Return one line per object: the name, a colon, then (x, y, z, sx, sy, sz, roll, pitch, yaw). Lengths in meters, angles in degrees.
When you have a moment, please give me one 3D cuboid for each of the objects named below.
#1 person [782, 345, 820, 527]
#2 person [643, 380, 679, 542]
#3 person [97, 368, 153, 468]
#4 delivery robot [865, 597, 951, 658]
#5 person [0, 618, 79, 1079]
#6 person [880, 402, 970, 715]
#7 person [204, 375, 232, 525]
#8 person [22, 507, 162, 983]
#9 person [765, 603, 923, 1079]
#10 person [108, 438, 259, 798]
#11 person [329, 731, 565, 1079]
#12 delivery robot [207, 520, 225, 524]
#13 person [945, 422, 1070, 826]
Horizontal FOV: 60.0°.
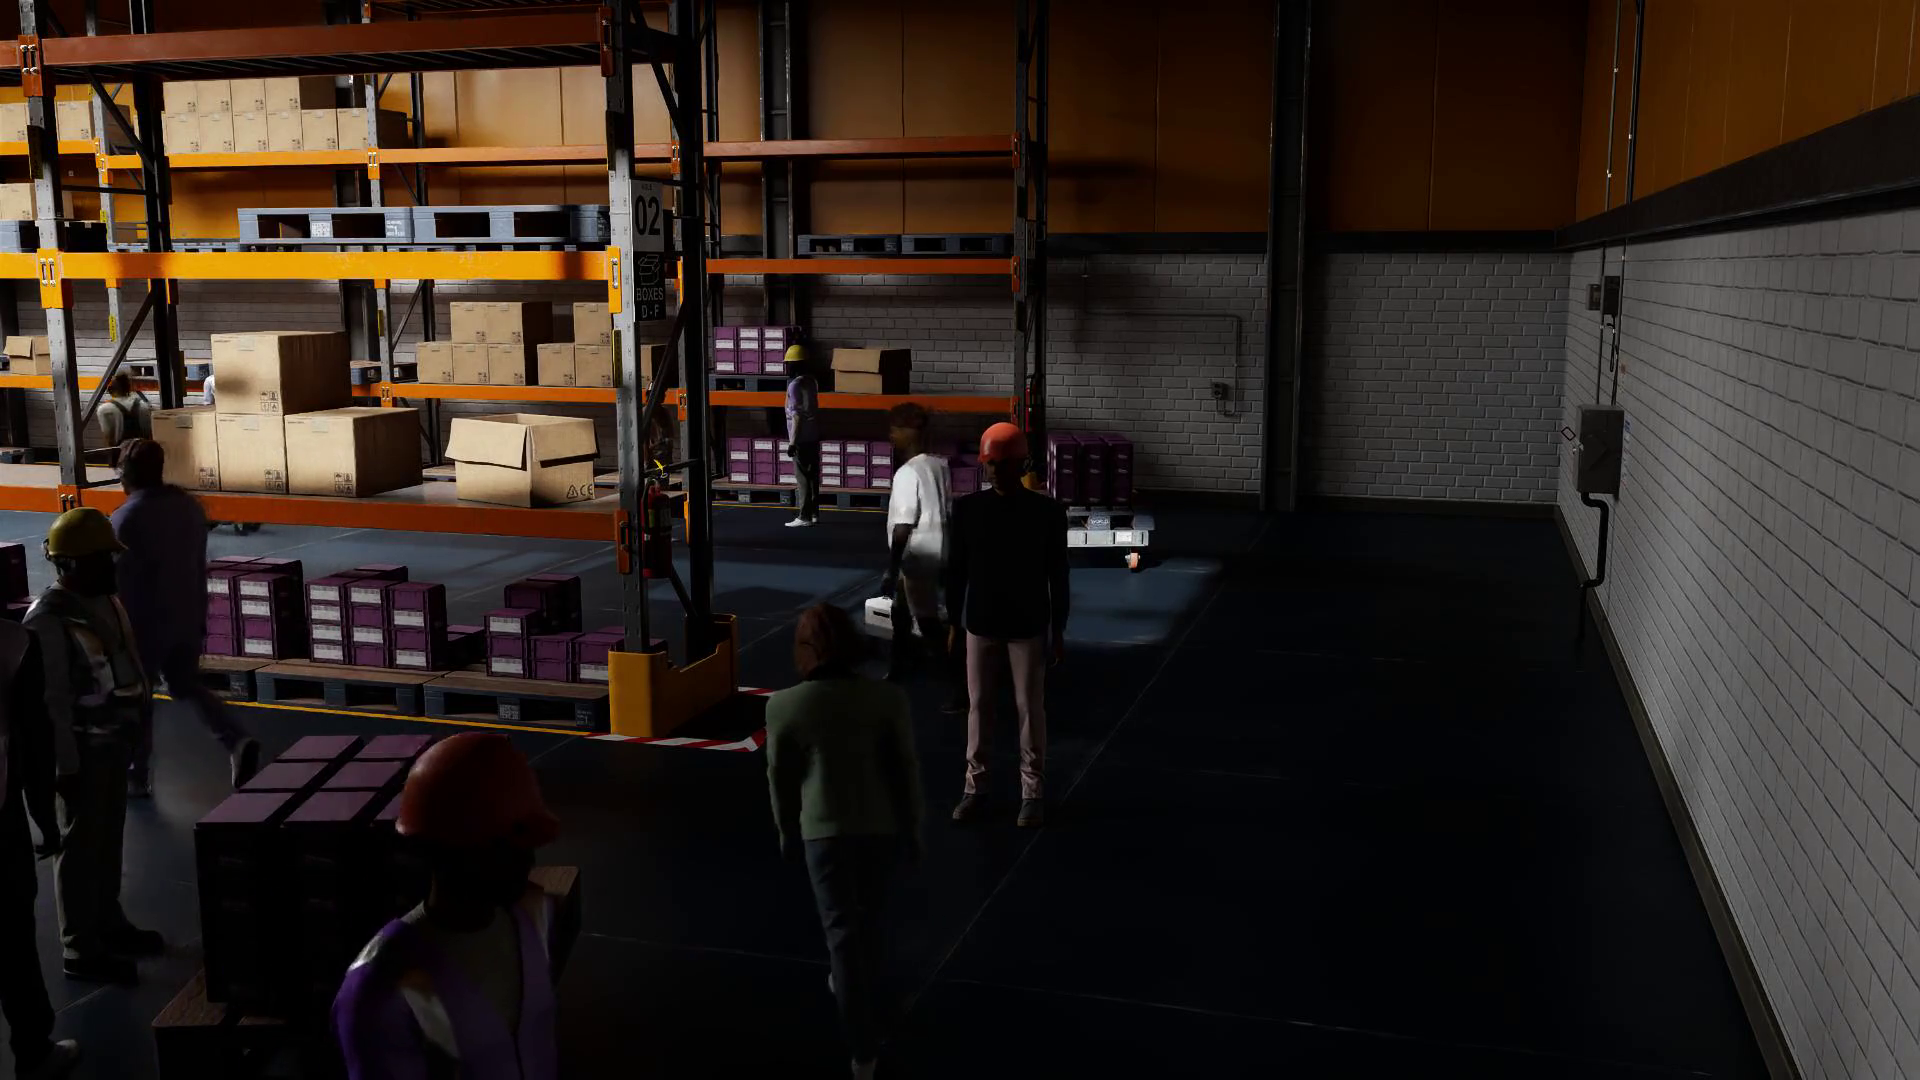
person: (-1.693, -1.093, 17.572, 0.384, 1.925, 0.593, 3, 10, 15)
person: (-2.993, -0.761, 16.423, 0.307, 1.641, 0.513, 3, 10, 19)
person: (-7.749, -0.707, 15.606, 0.912, 1.811, 0.521, 7, 11, 35)
delivery robot: (-0.338, 0.541, 11.501, 0.477, 0.478, 0.707, -8, 12, -41)
person: (-3.288, 0.900, 5.476, 0.590, 1.912, 0.398, -2, 9, -11)
person: (-0.216, 0.118, 10.209, 0.891, 1.935, 0.620, 2, 10, 14)
person: (-7.732, -1.137, 17.775, 0.616, 1.946, 0.392, -5, 11, -29)
person: (-3.356, 0.778, 6.458, 0.403, 1.830, 0.600, -1, 9, -7)
person: (-0.401, 1.006, 5.773, 0.520, 1.585, 0.796, -2, 10, -14)
person: (-4.087, 0.413, 8.526, 0.796, 1.885, 0.665, 2, 10, 14)
person: (-0.838, 1.292, 3.126, 0.978, 1.891, 0.571, 4, 10, 25)
delivery robot: (-7.617, -0.377, 17.092, 0.707, 0.478, 0.477, 0, 9, 0)
person: (0.223, 0.415, 8.171, 0.626, 1.992, 0.387, 3, 10, 16)
